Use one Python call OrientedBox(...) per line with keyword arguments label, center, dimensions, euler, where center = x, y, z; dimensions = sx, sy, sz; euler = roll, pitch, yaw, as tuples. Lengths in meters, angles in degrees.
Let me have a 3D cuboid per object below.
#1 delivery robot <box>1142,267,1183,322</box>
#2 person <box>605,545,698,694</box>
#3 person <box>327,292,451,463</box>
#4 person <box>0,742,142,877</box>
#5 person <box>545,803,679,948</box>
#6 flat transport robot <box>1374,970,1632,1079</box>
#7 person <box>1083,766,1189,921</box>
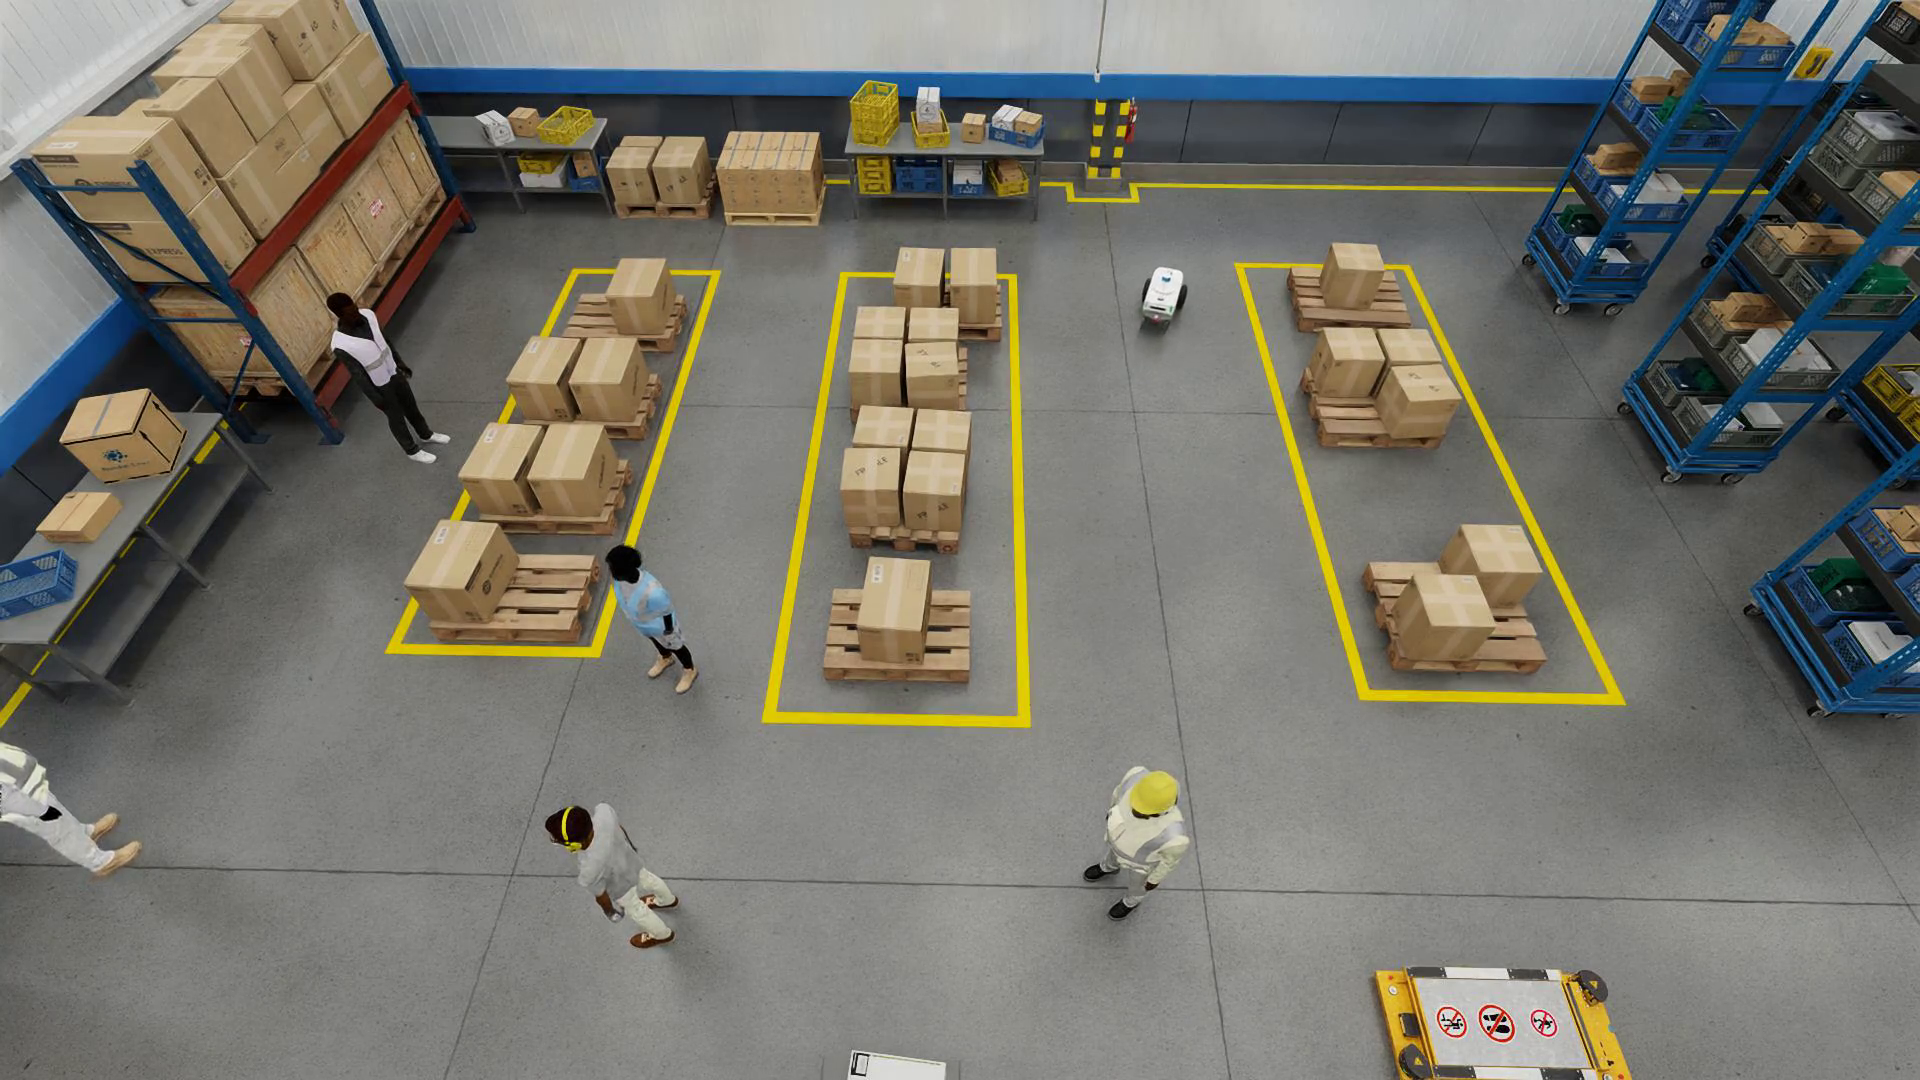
OrientedBox(label="delivery robot", center=(2.339, -2.840, 10.543), dimensions=(0.477, 0.478, 0.707), euler=(15, 52, 12))
OrientedBox(label="person", center=(-2.371, 0.613, 7.055), dimensions=(0.567, 1.693, 0.316), euler=(27, 56, 20))
OrientedBox(label="person", center=(-5.460, -1.527, 8.667), dimensions=(0.391, 1.911, 0.584), euler=(2, 51, 2))
OrientedBox(label="person", center=(-6.285, 1.672, 6.113), dimensions=(0.644, 1.833, 0.431), euler=(29, 56, 21))
OrientedBox(label="person", center=(-2.141, 2.102, 5.740), dimensions=(0.328, 1.862, 0.503), euler=(1, 51, 1))
OrientedBox(label="flat transport robot", center=(3.501, 3.133, 5.914), dimensions=(1.431, 0.197, 0.652), euler=(1, 51, 1))
OrientedBox(label="person", center=(1.120, 1.941, 5.883), dimensions=(0.404, 1.837, 0.594), euler=(-22, 54, -17))
